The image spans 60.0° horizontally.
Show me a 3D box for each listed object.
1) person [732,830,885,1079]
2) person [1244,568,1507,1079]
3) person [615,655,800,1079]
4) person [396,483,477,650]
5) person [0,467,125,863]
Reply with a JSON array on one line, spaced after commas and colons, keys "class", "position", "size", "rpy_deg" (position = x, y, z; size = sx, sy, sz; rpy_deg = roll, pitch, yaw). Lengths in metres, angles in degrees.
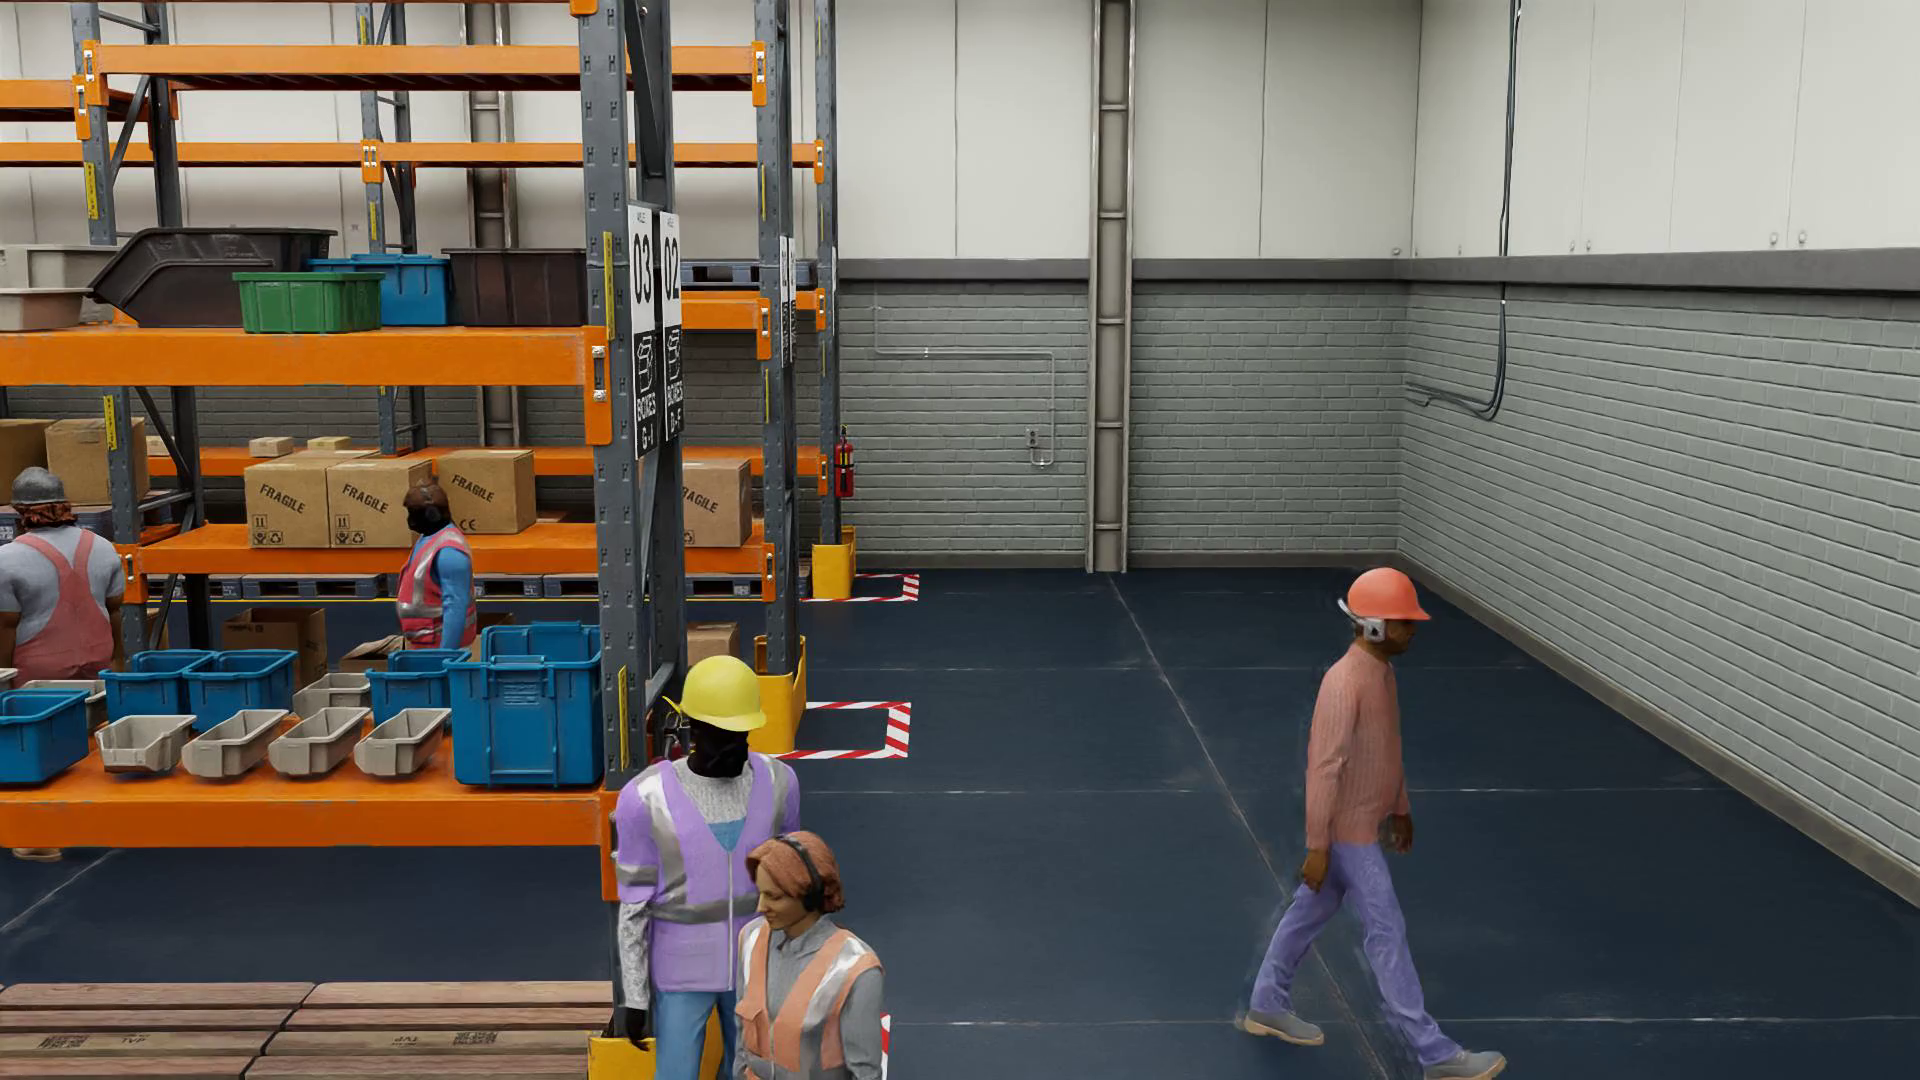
[{"class": "person", "position": [-0.386, 1.533, 4.286], "size": [0.526, 1.632, 0.311], "rpy_deg": [8, 12, 41]}, {"class": "person", "position": [1.547, 1.059, 6.260], "size": [1.042, 1.934, 0.638], "rpy_deg": [4, 10, 24]}, {"class": "person", "position": [-0.724, 1.276, 4.994], "size": [0.595, 1.917, 0.397], "rpy_deg": [-5, 11, -30]}, {"class": "person", "position": [-2.974, 0.585, 9.470], "size": [0.430, 1.838, 0.619], "rpy_deg": [-5, 10, -27]}, {"class": "person", "position": [-4.706, 0.621, 8.618], "size": [0.535, 2.000, 0.682], "rpy_deg": [5, 11, 29]}]
